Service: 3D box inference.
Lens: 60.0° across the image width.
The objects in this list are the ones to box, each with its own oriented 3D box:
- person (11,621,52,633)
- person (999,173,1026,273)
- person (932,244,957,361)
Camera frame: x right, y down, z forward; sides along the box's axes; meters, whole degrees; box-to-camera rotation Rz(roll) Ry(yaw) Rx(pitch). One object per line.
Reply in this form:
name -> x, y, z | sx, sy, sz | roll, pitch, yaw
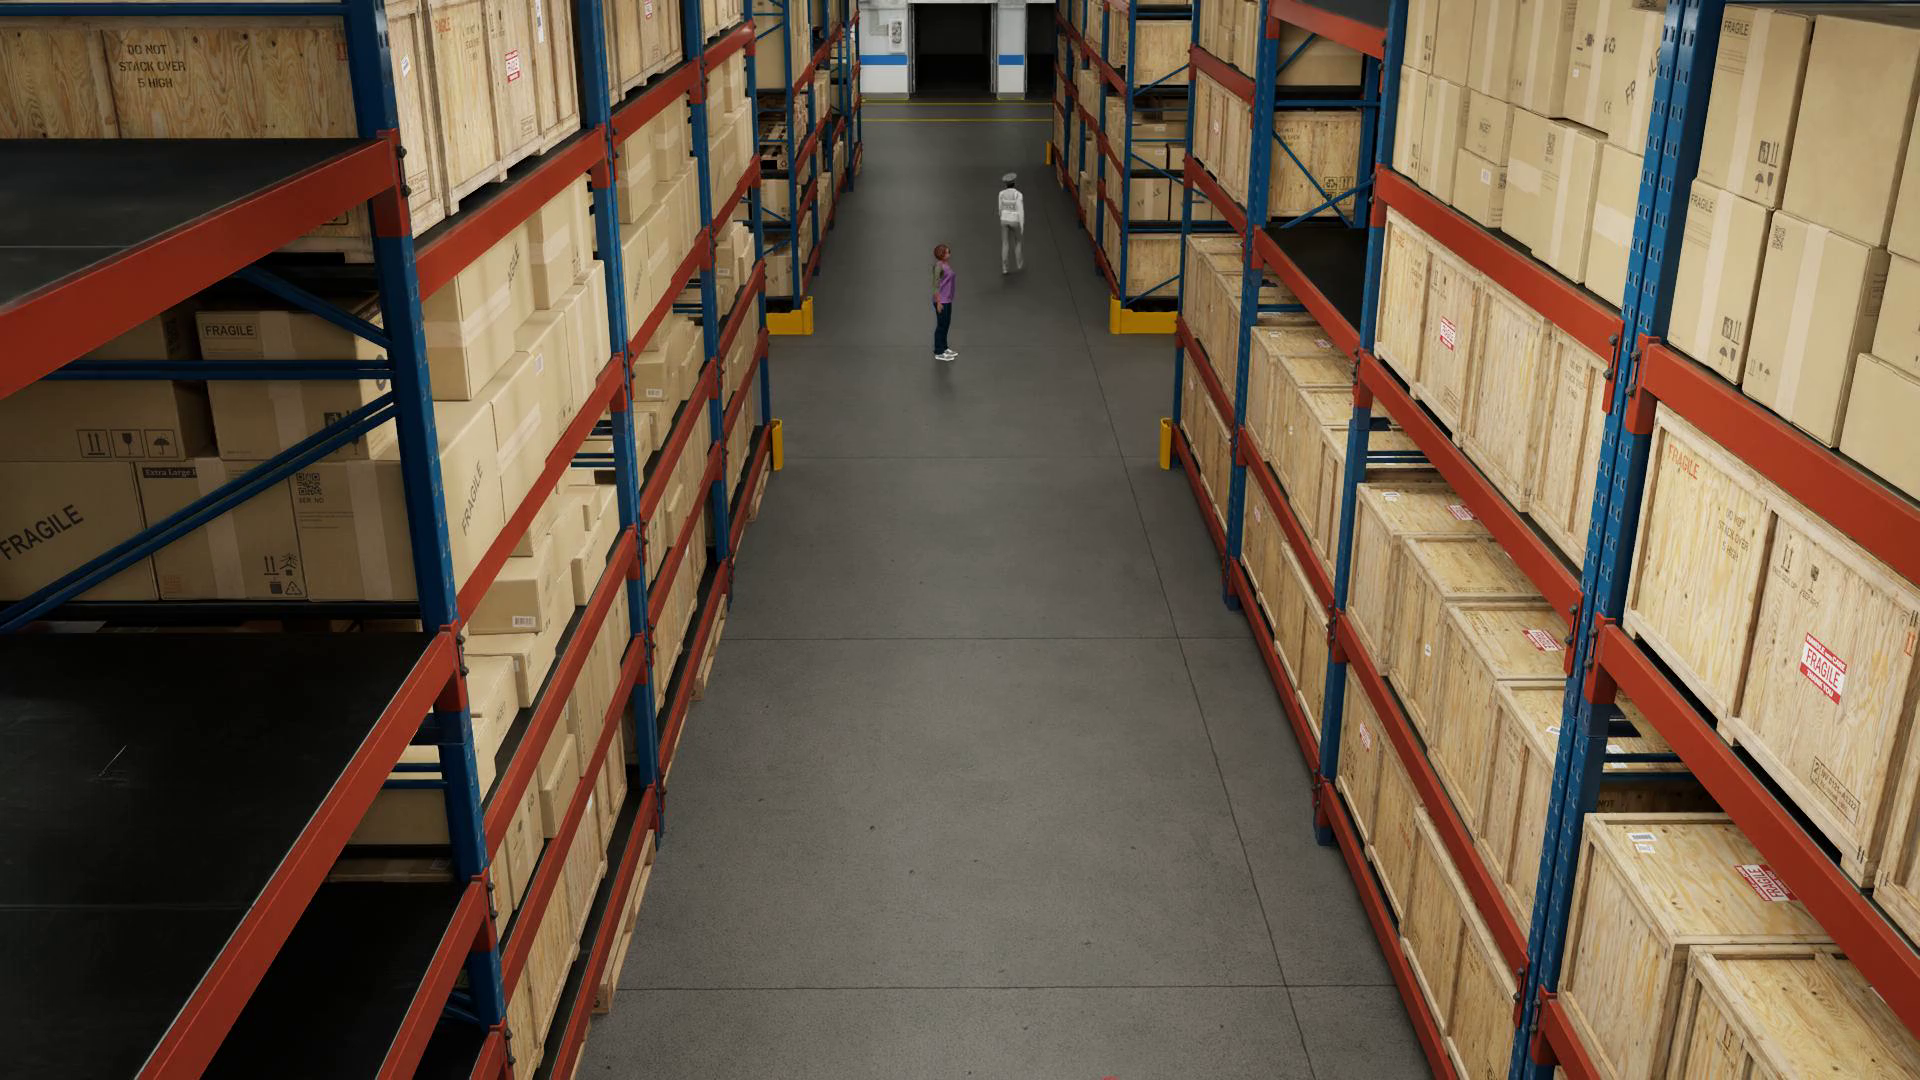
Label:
person -> -6.613, 1.069, 11.793 | 0.621, 1.808, 0.429 | -4, 22, -11
person -> 0.897, -5.419, 28.334 | 0.521, 1.664, 0.828 | 7, 22, 16
person -> -0.217, -3.315, 23.146 | 0.333, 1.601, 0.407 | 5, 22, 13
